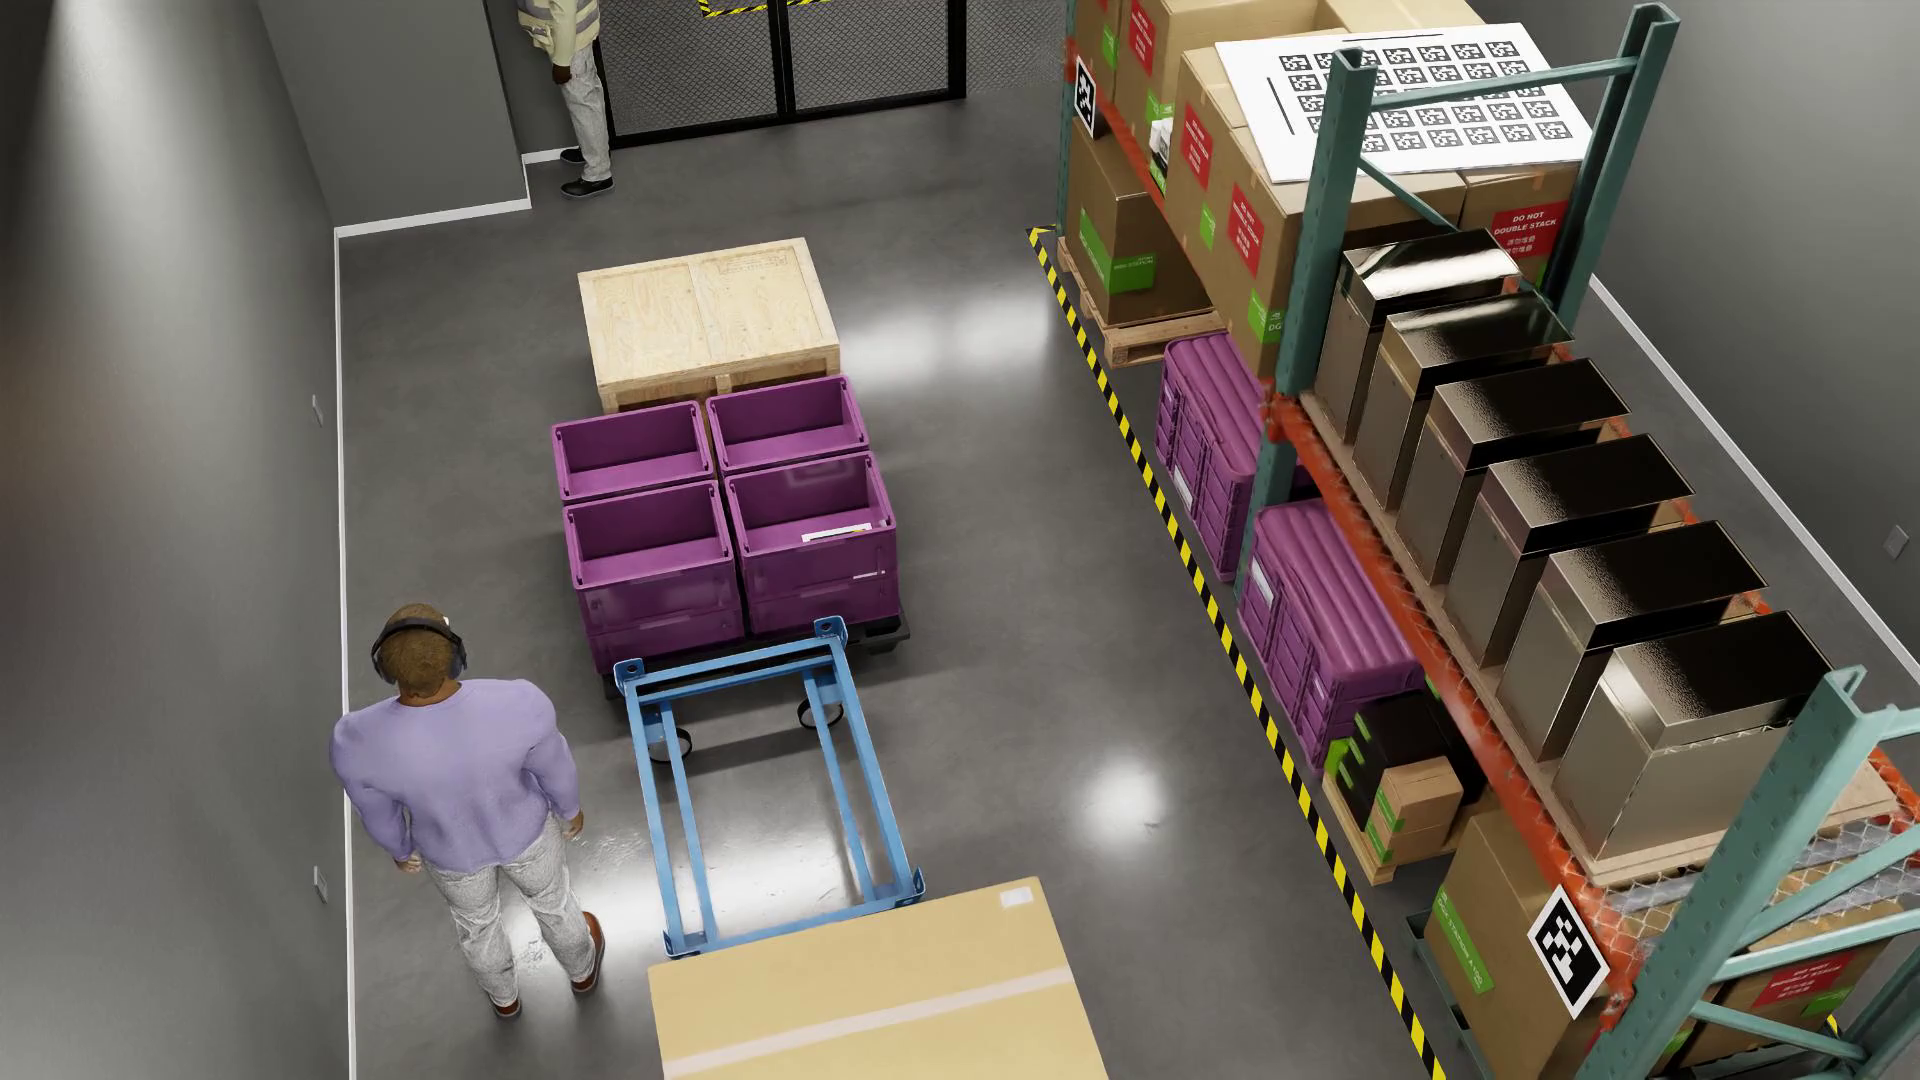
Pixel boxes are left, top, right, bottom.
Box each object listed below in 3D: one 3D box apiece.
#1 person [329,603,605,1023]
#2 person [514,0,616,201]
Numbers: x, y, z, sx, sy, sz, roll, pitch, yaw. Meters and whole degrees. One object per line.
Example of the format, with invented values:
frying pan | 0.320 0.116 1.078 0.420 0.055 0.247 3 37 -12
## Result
person | -1.457 0.873 5.085 0.629 1.940 0.372 -13 49 -12
person | -1.991 -2.566 8.314 0.404 1.833 0.590 -6 48 -5
